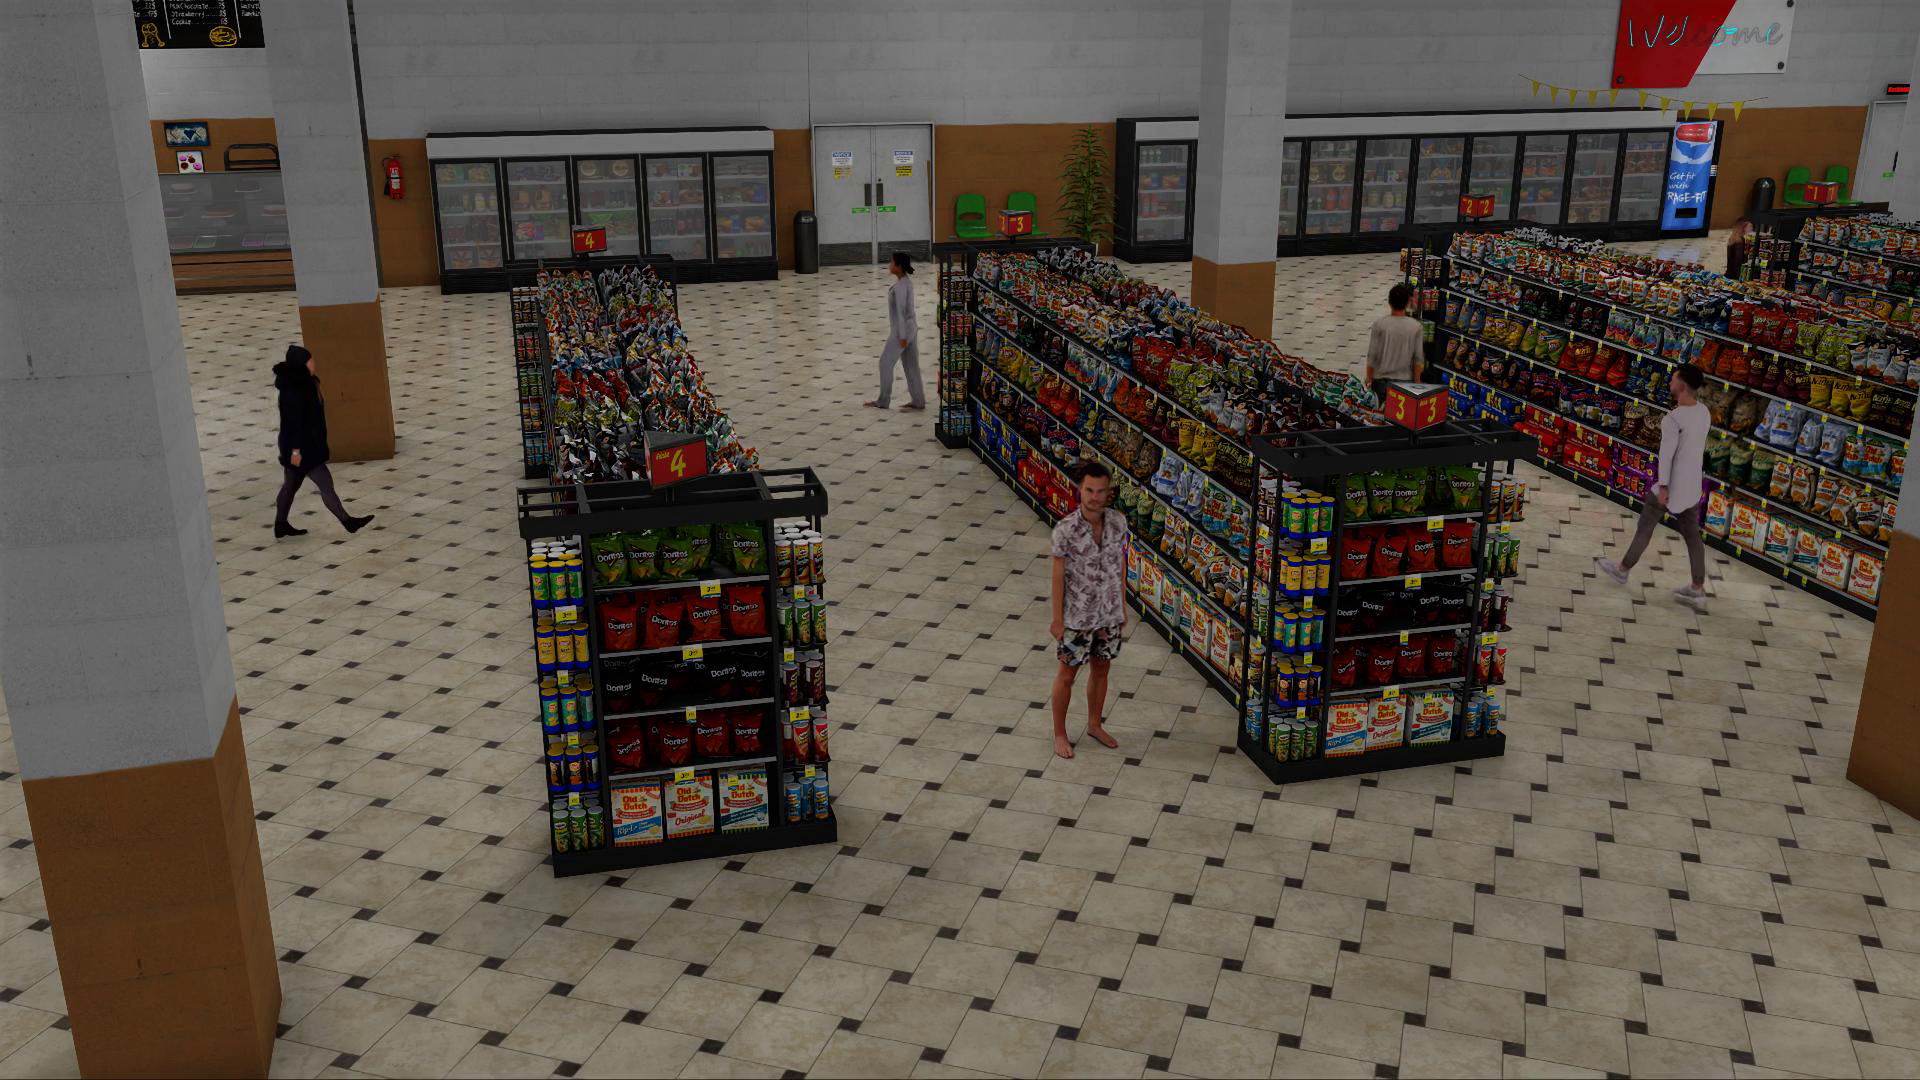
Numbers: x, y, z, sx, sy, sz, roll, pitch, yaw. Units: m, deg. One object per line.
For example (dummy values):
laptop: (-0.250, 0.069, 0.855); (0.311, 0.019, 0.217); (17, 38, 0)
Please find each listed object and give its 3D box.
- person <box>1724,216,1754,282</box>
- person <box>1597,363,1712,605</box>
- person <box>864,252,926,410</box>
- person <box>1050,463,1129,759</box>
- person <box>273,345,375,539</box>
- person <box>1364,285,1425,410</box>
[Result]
person: (9.678, -3.226, 21.008); (1.043, 1.682, 1.076); (6, 20, 18)
person: (5.426, -0.386, 12.409); (0.884, 1.794, 1.196); (-10, 21, -28)
person: (-0.539, -2.243, 18.043); (0.941, 1.712, 0.957); (3, 19, 9)
person: (0.773, 0.401, 10.044); (0.710, 1.814, 0.615); (-9, 21, -24)
person: (-5.542, -0.766, 13.798); (0.748, 1.626, 0.973); (-5, 19, -16)
person: (4.069, -1.467, 15.609); (0.765, 1.798, 0.806); (2, 19, 5)
